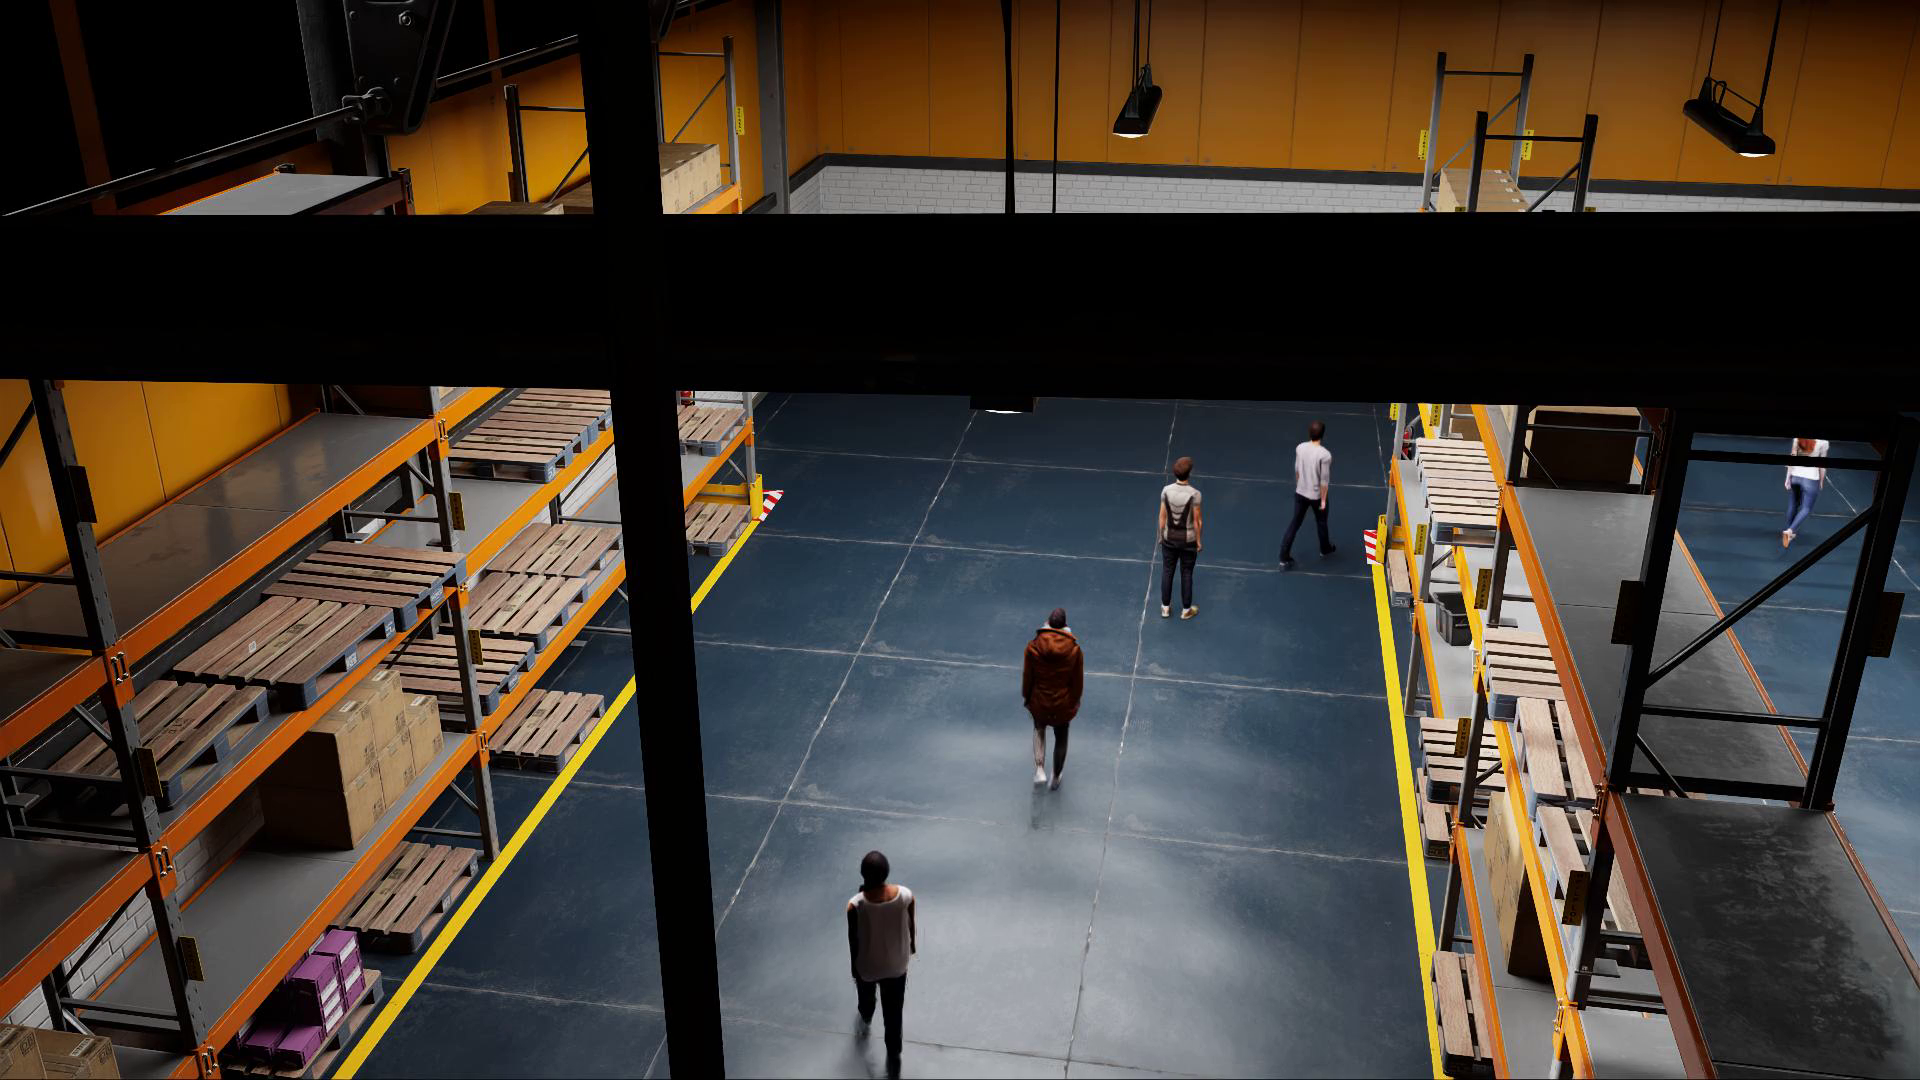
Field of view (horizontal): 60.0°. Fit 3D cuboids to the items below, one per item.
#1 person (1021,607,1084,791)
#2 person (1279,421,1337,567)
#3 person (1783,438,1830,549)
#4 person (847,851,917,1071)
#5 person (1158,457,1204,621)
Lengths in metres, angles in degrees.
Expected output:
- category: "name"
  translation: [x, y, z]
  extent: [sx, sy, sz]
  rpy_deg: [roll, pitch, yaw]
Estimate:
- category: "person"
  translation: [0.843, 1.501, 15.220]
  extent: [0.710, 1.829, 0.704]
  rpy_deg: [3, 24, 7]
- category: "person"
  translation: [4.122, -0.513, 19.871]
  extent: [1.073, 1.794, 1.256]
  rpy_deg: [21, 31, 39]
- category: "person"
  translation: [10.311, -0.697, 20.381]
  extent: [0.867, 1.721, 1.010]
  rpy_deg: [21, 31, 39]
- category: "person"
  translation: [-0.565, 3.023, 11.960]
  extent: [0.946, 1.650, 1.196]
  rpy_deg: [-5, 24, -12]
- category: "person"
  translation: [2.461, -0.022, 18.624]
  extent: [0.699, 1.892, 0.607]
  rpy_deg: [9, 25, 20]
